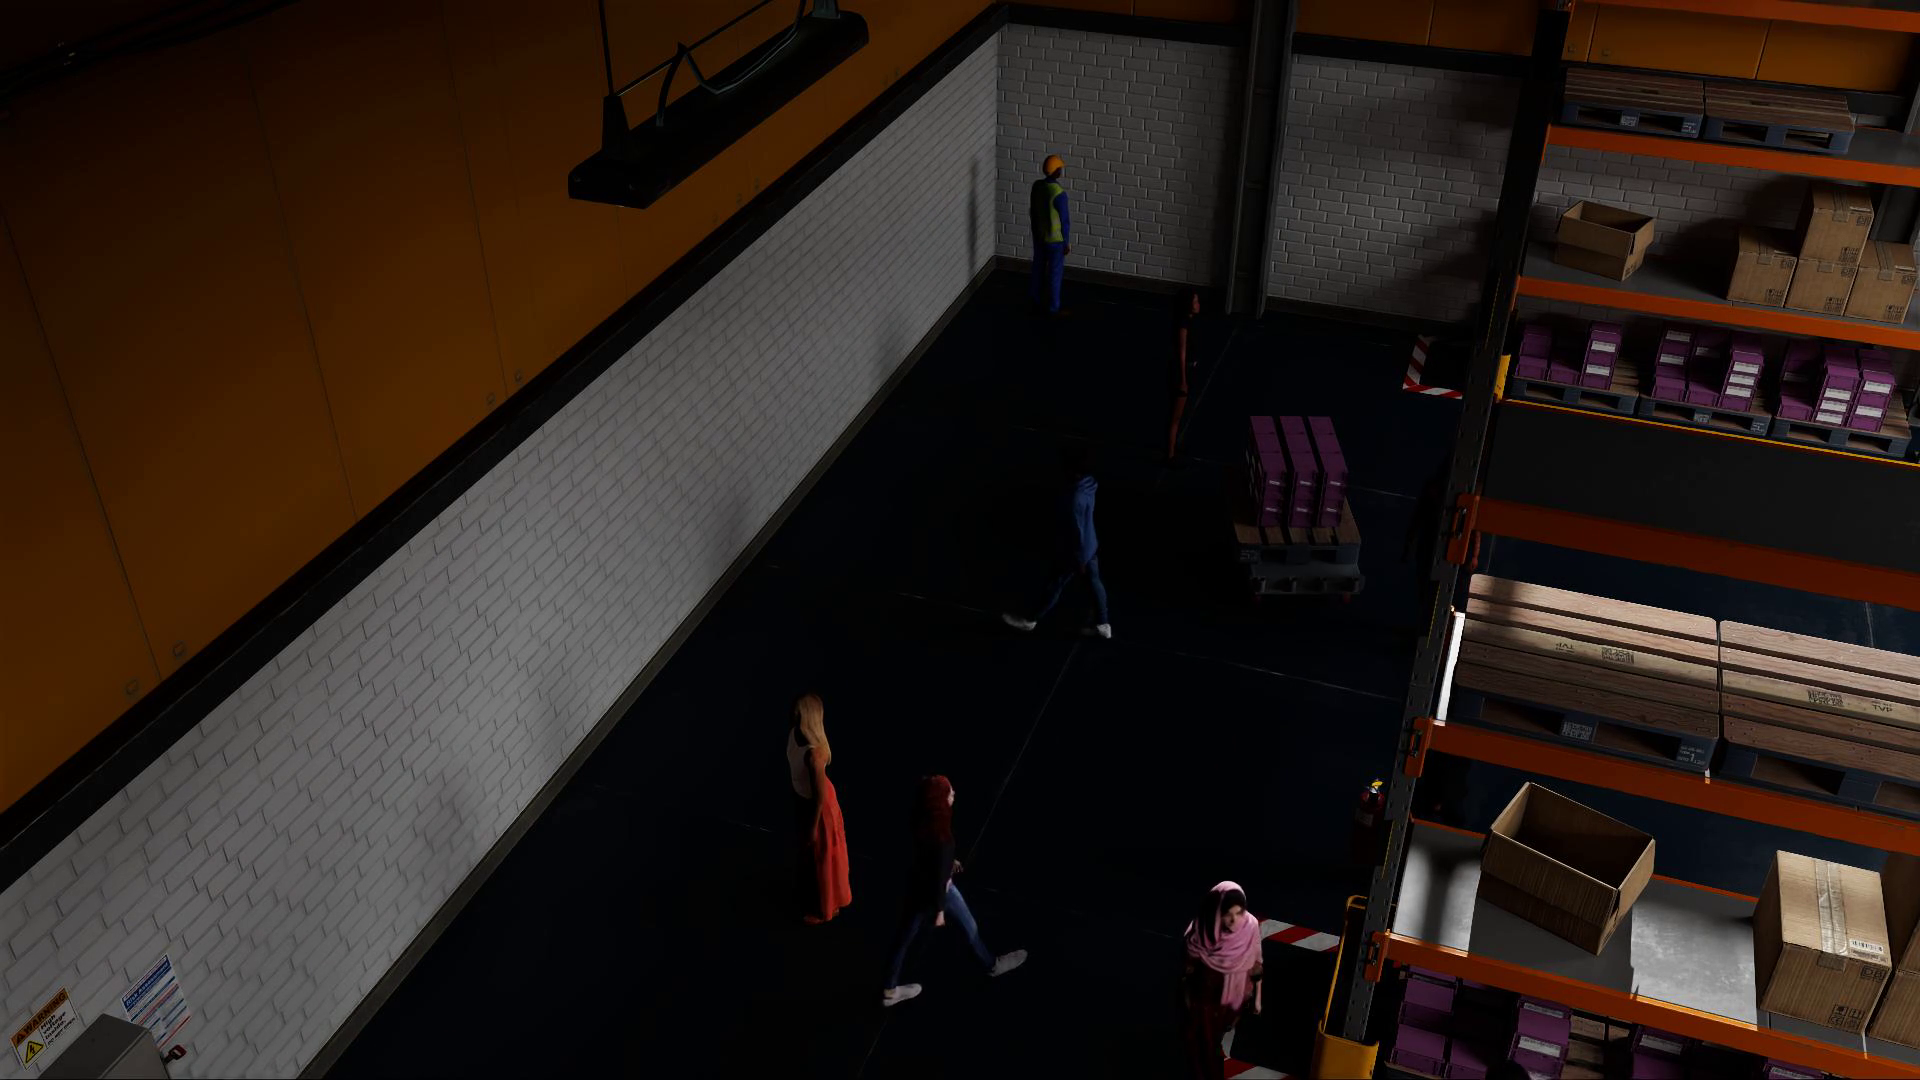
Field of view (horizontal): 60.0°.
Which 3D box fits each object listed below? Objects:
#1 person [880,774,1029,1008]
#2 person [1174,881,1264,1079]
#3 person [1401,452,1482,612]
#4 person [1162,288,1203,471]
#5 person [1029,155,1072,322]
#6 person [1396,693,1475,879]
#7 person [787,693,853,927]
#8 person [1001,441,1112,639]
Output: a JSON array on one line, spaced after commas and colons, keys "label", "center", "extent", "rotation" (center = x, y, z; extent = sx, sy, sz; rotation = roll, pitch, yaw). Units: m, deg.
[{"label": "person", "center": [-0.245, 2.111, 9.834], "extent": [1.193, 1.737, 1.105], "rotation": [-13, 36, -19]}, {"label": "person", "center": [1.427, 2.481, 9.388], "extent": [1.107, 1.615, 1.091], "rotation": [-9, 35, -14]}, {"label": "person", "center": [3.767, 0.053, 12.875], "extent": [0.759, 1.799, 0.829], "rotation": [17, 37, 24]}, {"label": "person", "center": [2.031, -1.503, 15.270], "extent": [0.550, 1.740, 0.622], "rotation": [8, 34, 11]}, {"label": "person", "center": [0.954, -3.258, 17.844], "extent": [0.655, 1.812, 0.806], "rotation": [28, 43, 35]}, {"label": "person", "center": [3.001, 1.536, 10.695], "extent": [0.984, 1.742, 0.804], "rotation": [1, 34, 2]}, {"label": "person", "center": [-0.910, 1.669, 10.442], "extent": [0.770, 1.802, 0.730], "rotation": [-10, 35, -14]}, {"label": "person", "center": [0.983, 0.053, 12.895], "extent": [1.127, 1.776, 0.756], "rotation": [8, 34, 12]}]
